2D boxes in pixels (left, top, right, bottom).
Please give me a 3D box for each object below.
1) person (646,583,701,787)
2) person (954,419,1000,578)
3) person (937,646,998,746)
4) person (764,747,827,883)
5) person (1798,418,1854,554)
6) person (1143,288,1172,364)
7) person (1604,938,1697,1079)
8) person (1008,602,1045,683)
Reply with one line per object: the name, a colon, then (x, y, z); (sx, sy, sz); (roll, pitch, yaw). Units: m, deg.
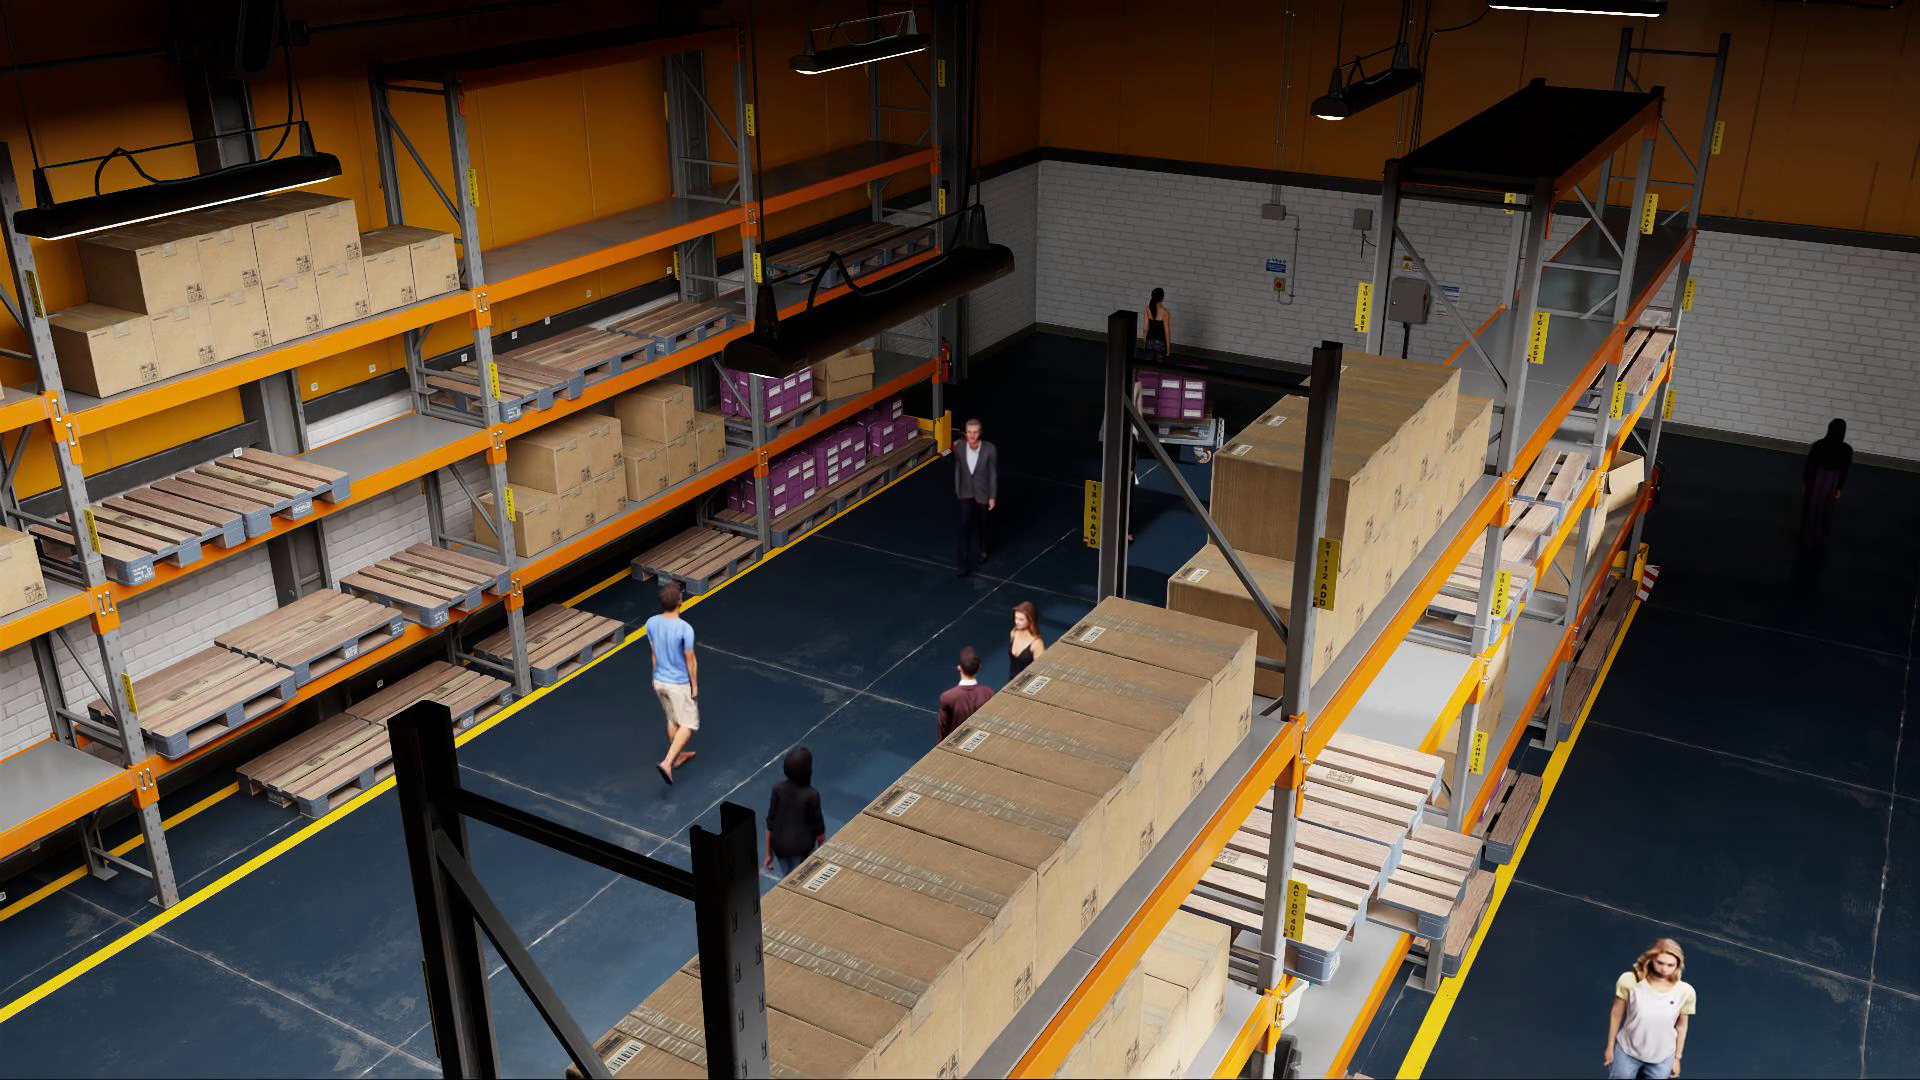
person: (-2.558, 1.292, 14.642); (0.690, 1.842, 1.003); (10, 26, 22)
person: (0.215, -0.525, 18.865); (0.972, 1.788, 1.296); (4, 24, 10)
person: (0.057, 1.746, 13.582); (0.774, 1.859, 0.823); (-5, 24, -11)
person: (-1.263, 2.357, 12.406); (0.665, 1.682, 0.760); (5, 24, 11)
person: (10.014, -0.626, 19.321); (0.654, 1.608, 1.091); (11, 26, 23)
person: (2.847, -2.828, 24.208); (0.571, 1.729, 0.534); (14, 27, 29)
person: (4.273, 3.203, 10.415); (0.686, 1.727, 0.649); (5, 24, 12)
person: (0.635, 1.302, 14.797); (0.932, 1.700, 0.750); (-19, 30, -36)
